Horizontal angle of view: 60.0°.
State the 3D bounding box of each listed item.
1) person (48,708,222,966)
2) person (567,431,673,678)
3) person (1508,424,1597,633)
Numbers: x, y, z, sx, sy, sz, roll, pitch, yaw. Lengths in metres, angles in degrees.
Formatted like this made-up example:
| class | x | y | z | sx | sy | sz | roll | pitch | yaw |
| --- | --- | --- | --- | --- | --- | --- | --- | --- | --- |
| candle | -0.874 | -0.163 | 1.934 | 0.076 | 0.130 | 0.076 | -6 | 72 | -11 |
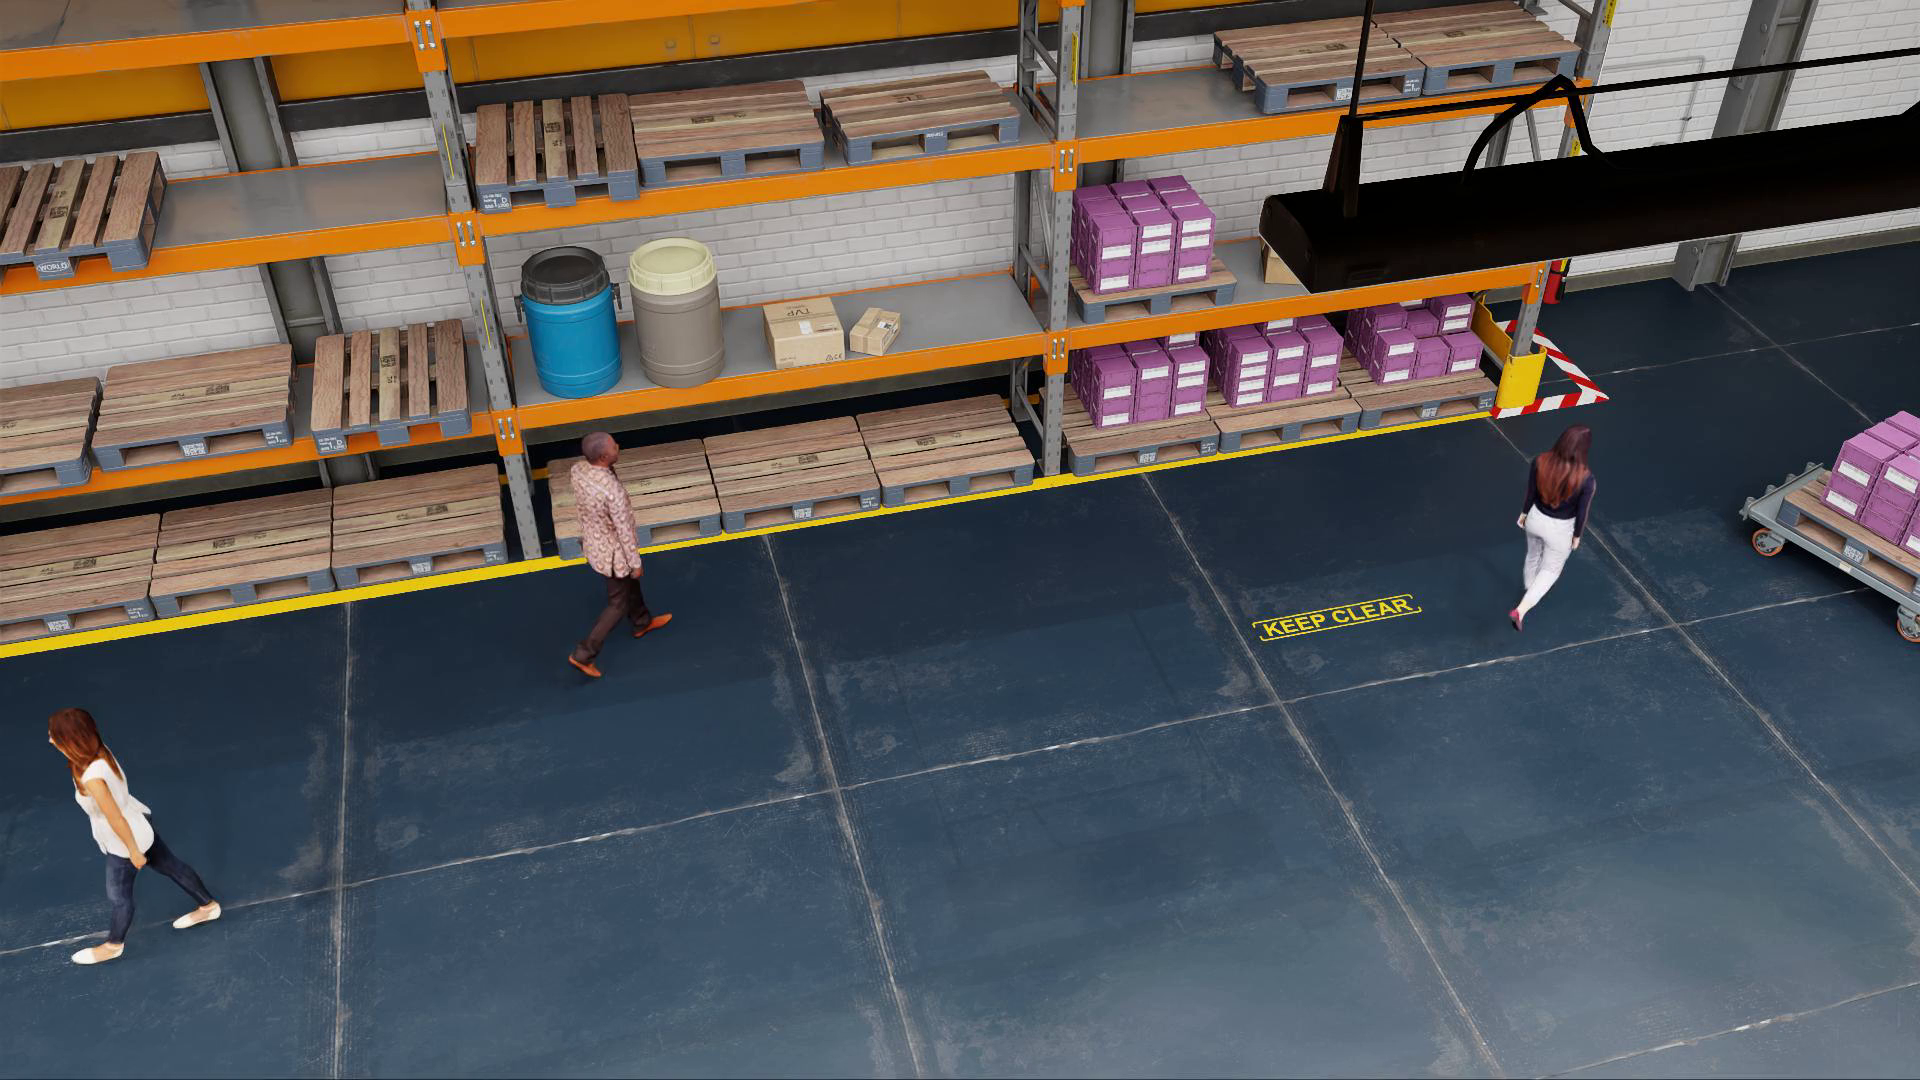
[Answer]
| class | x | y | z | sx | sy | sz | roll | pitch | yaw |
| --- | --- | --- | --- | --- | --- | --- | --- | --- | --- |
| person | -4.431 | 1.560 | 9.046 | 1.048 | 1.755 | 0.752 | -17 | 42 | -20 |
| person | -2.346 | 0.096 | 10.844 | 1.237 | 1.799 | 1.019 | -28 | 46 | -30 |
| person | 3.947 | -0.062 | 11.209 | 0.893 | 1.591 | 1.034 | 30 | 47 | 32 |
